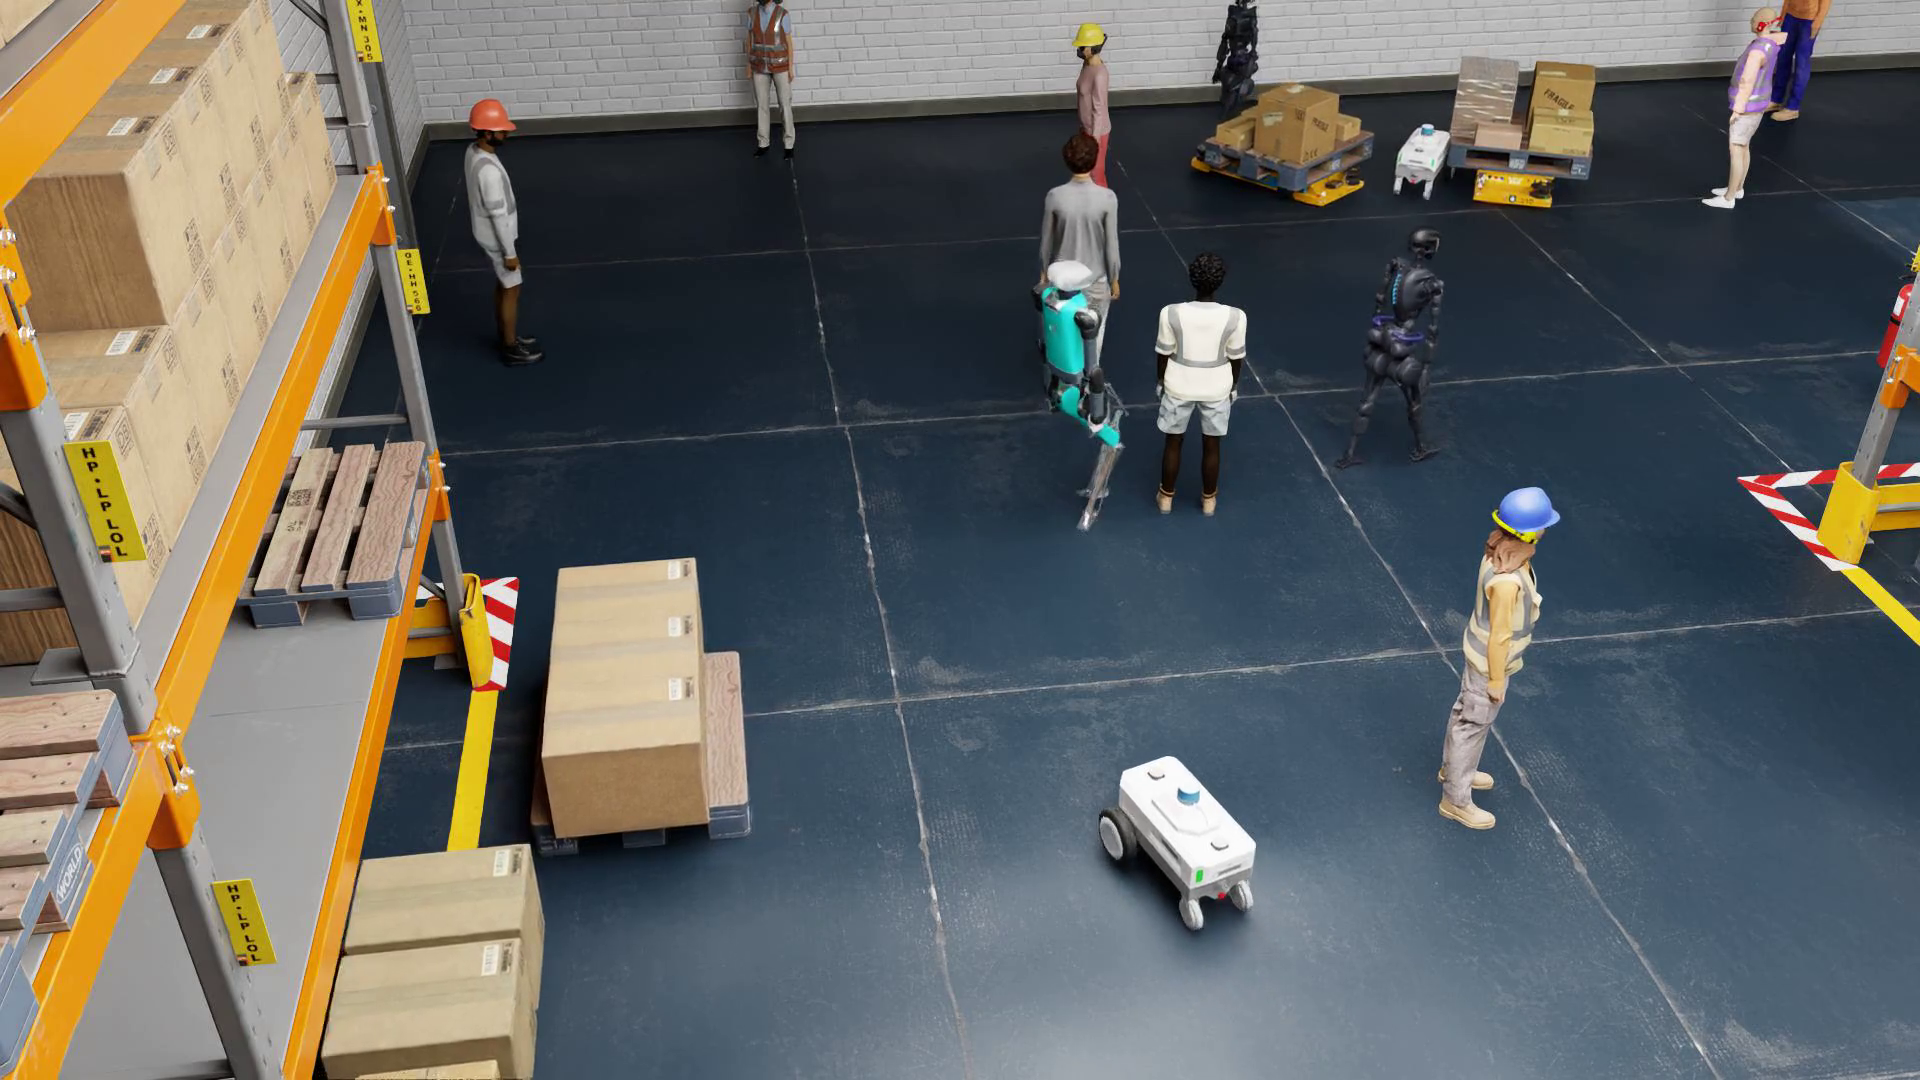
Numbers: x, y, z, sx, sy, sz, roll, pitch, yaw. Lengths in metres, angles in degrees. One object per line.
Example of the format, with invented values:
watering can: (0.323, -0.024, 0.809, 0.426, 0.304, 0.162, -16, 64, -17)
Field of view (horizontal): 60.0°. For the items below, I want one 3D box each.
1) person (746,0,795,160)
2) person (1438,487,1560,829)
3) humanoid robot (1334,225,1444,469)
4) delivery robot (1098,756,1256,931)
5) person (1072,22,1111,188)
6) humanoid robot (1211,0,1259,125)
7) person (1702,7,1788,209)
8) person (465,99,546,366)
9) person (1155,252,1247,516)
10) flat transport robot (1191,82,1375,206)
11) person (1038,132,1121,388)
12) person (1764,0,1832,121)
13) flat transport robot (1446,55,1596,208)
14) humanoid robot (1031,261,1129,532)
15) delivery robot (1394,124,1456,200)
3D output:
person: (-1.727, -4.319, 15.167, 0.452, 1.689, 0.308, 7, 34, 11)
person: (2.464, 0.530, 7.656, 0.297, 1.780, 0.478, 9, 34, 13)
humanoid robot: (2.779, -1.212, 10.446, 0.722, 1.629, 0.585, -17, 37, -24)
delivery robot: (1.009, 1.331, 7.564, 0.499, 0.609, 0.805, -15, 36, -22)
person: (1.058, -3.359, 13.641, 0.346, 1.758, 0.519, -6, 34, -8)
humanoid robot: (2.488, -4.244, 15.081, 0.501, 1.634, 0.595, -13, 35, -18)
person: (6.717, -3.688, 14.208, 0.357, 1.684, 0.486, 21, 39, 29)
person: (-3.190, -2.128, 11.605, 0.385, 1.923, 0.547, -14, 36, -21)
person: (1.415, -0.907, 9.938, 0.533, 1.693, 0.320, 4, 33, 6)
flat transport robot: (2.853, -3.344, 14.977, 1.431, 0.231, 0.659, 28, 42, 36)
person: (0.796, -1.804, 11.143, 0.569, 1.878, 0.522, 5, 34, 8)
person: (8.142, -5.075, 16.078, 0.402, 1.973, 0.516, -11, 35, -17)
flat transport robot: (5.000, -3.359, 14.999, 0.659, 0.231, 1.431, 9, 34, 14)
humanoid robot: (0.830, -0.874, 9.862, 0.852, 1.785, 0.569, -21, 39, -29)
delivery robot: (4.132, -3.401, 14.820, 0.499, 0.614, 0.790, 15, 36, 21)
